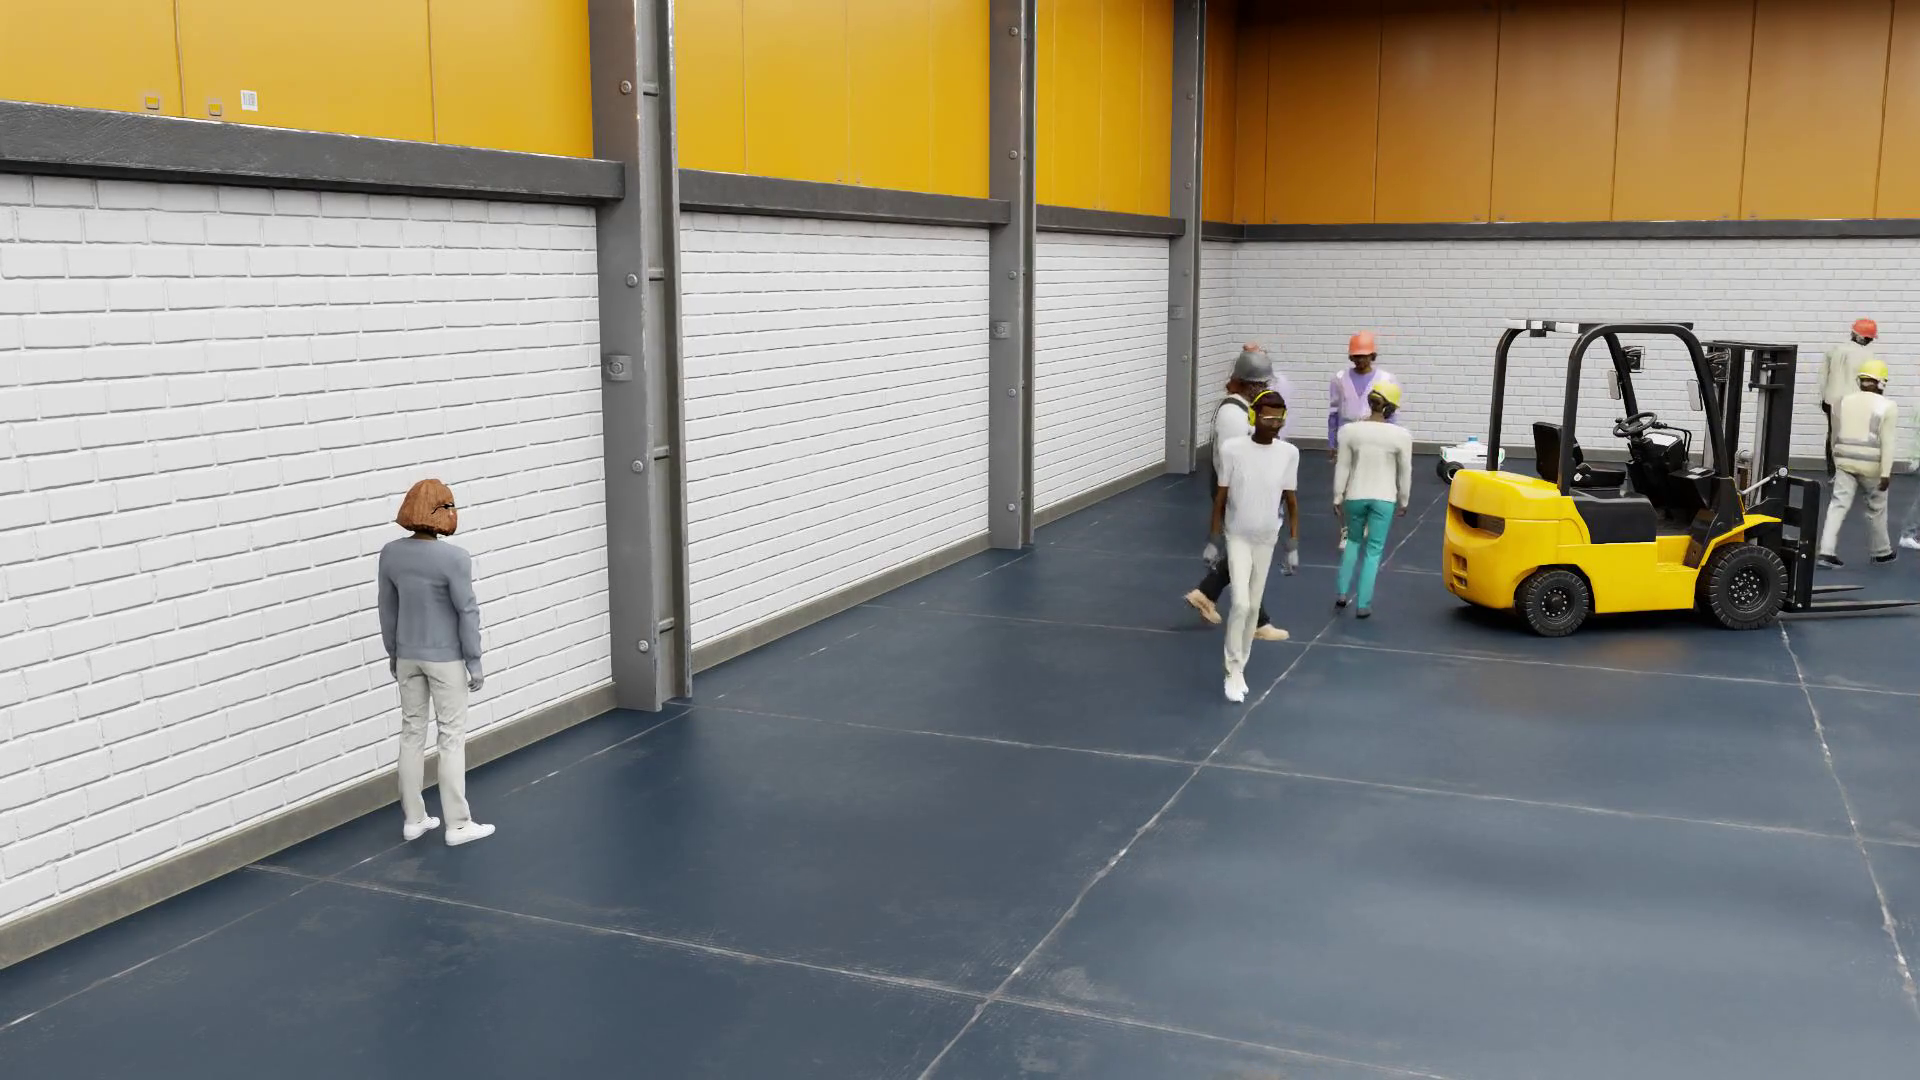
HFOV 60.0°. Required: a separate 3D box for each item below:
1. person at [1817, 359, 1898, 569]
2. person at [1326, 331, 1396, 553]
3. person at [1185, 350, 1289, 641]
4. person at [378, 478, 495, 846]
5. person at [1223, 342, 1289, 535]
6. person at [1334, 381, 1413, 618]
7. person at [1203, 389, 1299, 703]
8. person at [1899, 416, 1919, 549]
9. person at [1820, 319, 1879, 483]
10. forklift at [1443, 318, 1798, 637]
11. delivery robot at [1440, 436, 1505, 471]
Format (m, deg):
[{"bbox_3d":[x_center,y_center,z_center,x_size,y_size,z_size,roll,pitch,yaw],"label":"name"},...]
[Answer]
[{"bbox_3d":[7.647,-0.639,14.111,0.931,1.786,0.600,-6,11,-32],"label":"person"},{"bbox_3d":[3.672,-0.920,15.209,0.613,1.993,1.029,3,10,20],"label":"person"},{"bbox_3d":[1.940,-0.332,11.452,0.704,2.000,0.720,4,10,22],"label":"person"},{"bbox_3d":[-2.341,0.540,7.401,0.507,1.631,0.266,4,10,22],"label":"person"},{"bbox_3d":[2.801,-0.935,15.679,0.642,1.863,0.985,5,11,29],"label":"person"},{"bbox_3d":[3.018,-0.291,12.156,0.544,1.733,0.472,5,10,26],"label":"person"},{"bbox_3d":[1.746,0.038,9.811,0.544,1.837,0.706,-1,9,-8],"label":"person"},{"bbox_3d":[8.808,-0.678,14.851,0.517,1.595,0.780,-5,11,-27],"label":"person"},{"bbox_3d":[10.377,-1.611,19.516,0.443,1.951,0.666,-6,11,-31],"label":"person"},{"bbox_3d":[4.706,-0.497,11.990,2.313,2.155,1.214,-2,10,-10],"label":"forklift"},{"bbox_3d":[6.038,-0.984,19.612,0.707,0.478,0.477,1,10,7],"label":"delivery robot"}]
